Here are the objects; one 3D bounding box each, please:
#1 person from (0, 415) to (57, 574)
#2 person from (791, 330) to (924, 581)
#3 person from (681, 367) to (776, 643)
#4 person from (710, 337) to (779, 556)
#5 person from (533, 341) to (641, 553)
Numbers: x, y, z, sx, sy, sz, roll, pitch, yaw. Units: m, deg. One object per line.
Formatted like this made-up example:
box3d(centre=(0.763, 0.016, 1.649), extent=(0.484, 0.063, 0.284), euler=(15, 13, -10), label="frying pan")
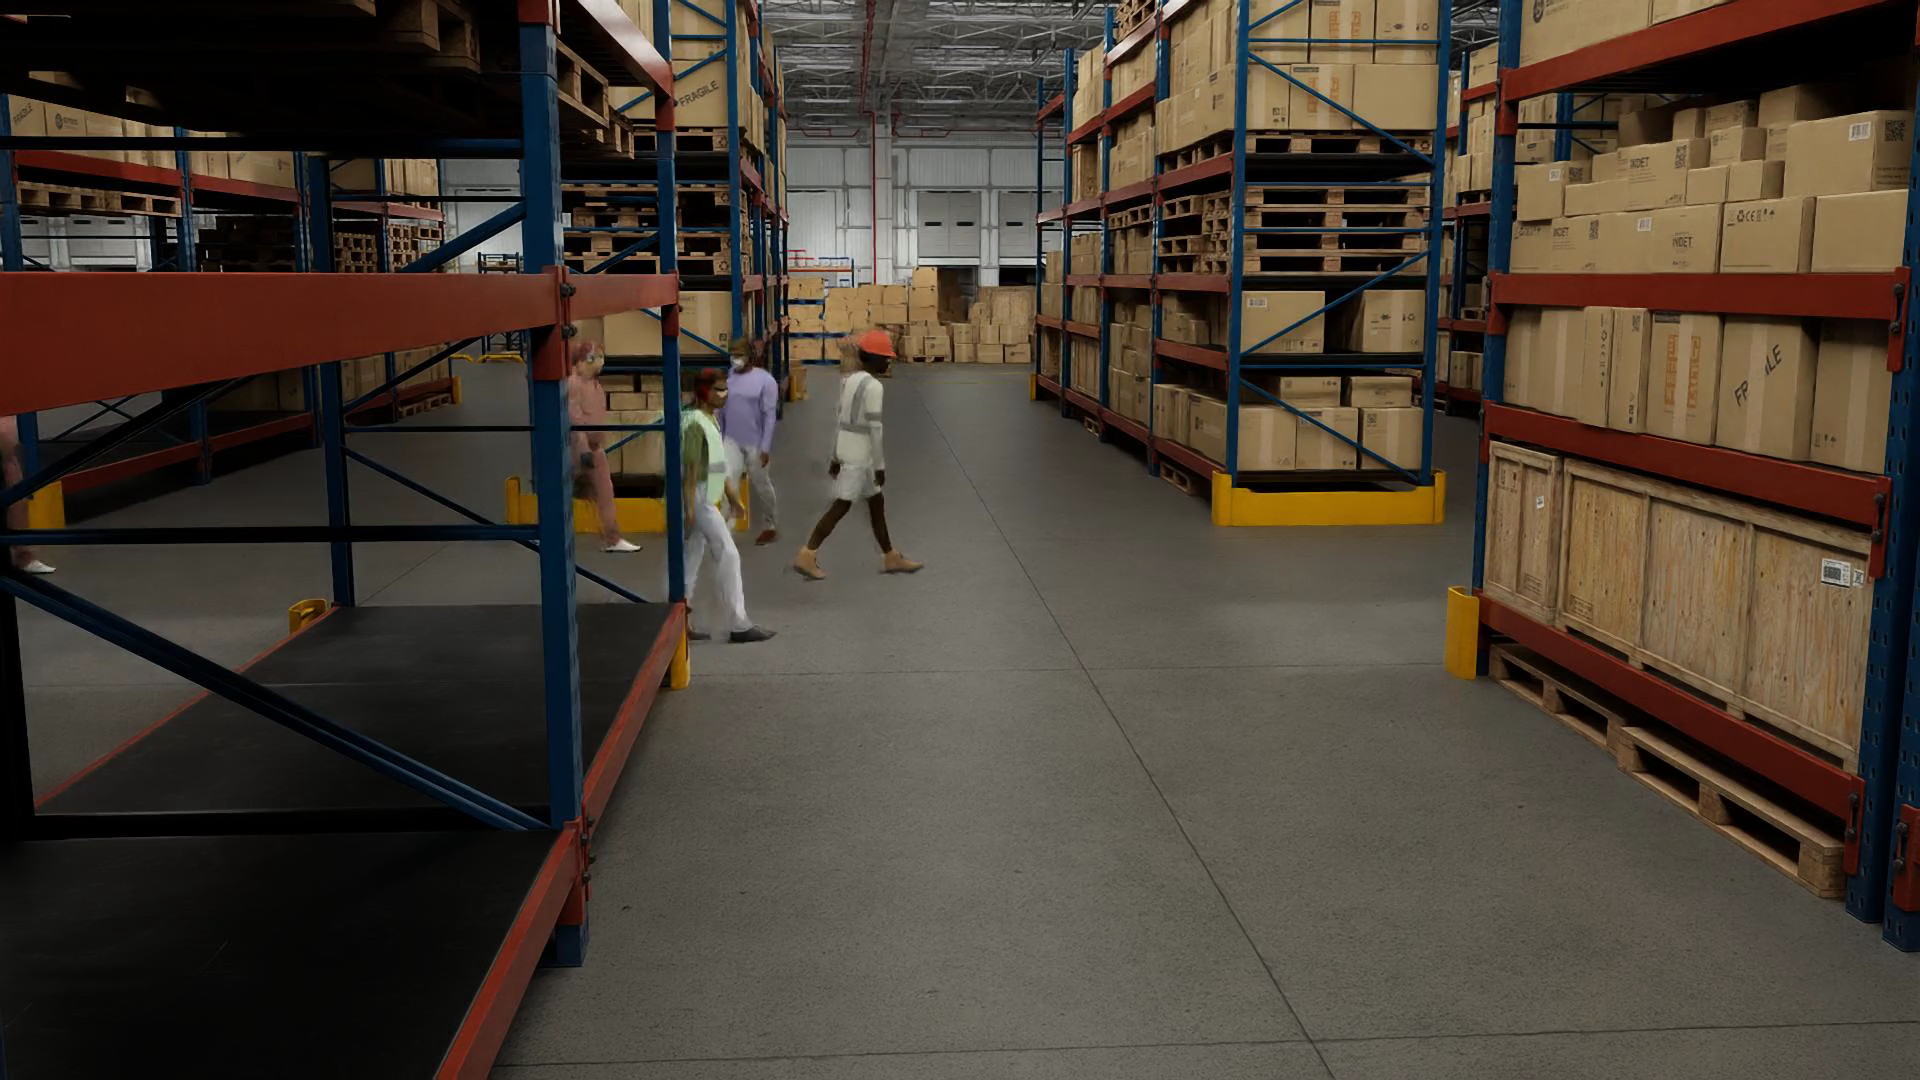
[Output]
box3d(centre=(-7.753, -0.617, 13.164), extent=(0.805, 1.868, 0.652), euler=(1, 9, 3), label="person")
box3d(centre=(-0.857, -0.662, 13.146), extent=(1.104, 1.981, 0.642), euler=(-3, 10, -19), label="person")
box3d(centre=(-1.567, -0.217, 10.861), extent=(0.835, 1.807, 0.564), euler=(-1, 9, -7), label="person")
box3d(centre=(-1.858, -0.831, 14.513), extent=(0.625, 1.888, 1.048), euler=(3, 10, 18), label="person")
box3d(centre=(-3.301, -0.802, 14.431), extent=(1.013, 1.846, 0.656), euler=(3, 10, 19), label="person")
